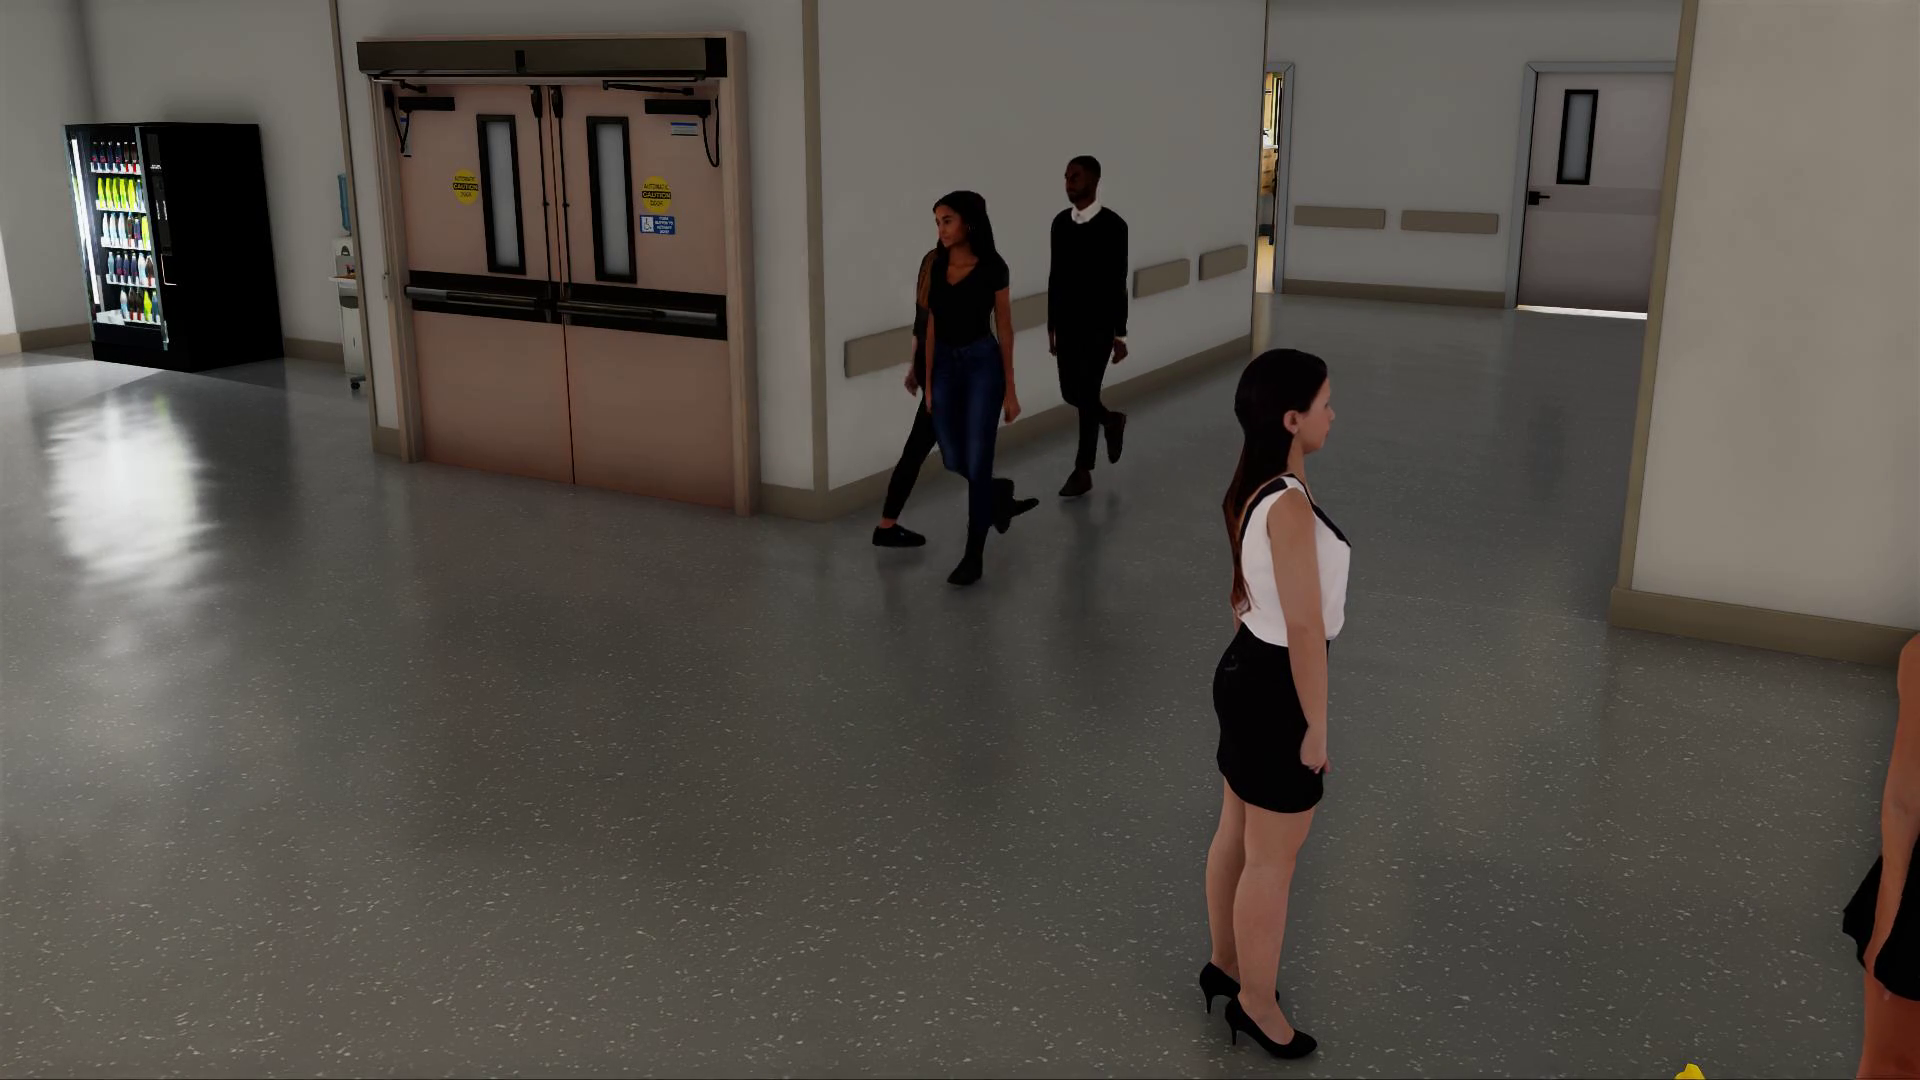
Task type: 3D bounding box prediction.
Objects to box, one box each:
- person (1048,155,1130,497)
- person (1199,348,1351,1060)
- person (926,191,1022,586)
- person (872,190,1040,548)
[{"bbox_3d":[0.737,-1.163,9.035,0.958,1.783,0.762,10,19,31],"label":"person"},{"bbox_3d":[0.711,0.381,3.806,0.678,1.650,0.633,-3,16,-9],"label":"person"},{"bbox_3d":[0.054,-0.697,7.492,0.911,1.726,0.721,6,17,20],"label":"person"},{"bbox_3d":[-0.181,-0.761,7.811,1.128,1.675,1.125,-7,17,-25],"label":"person"}]
